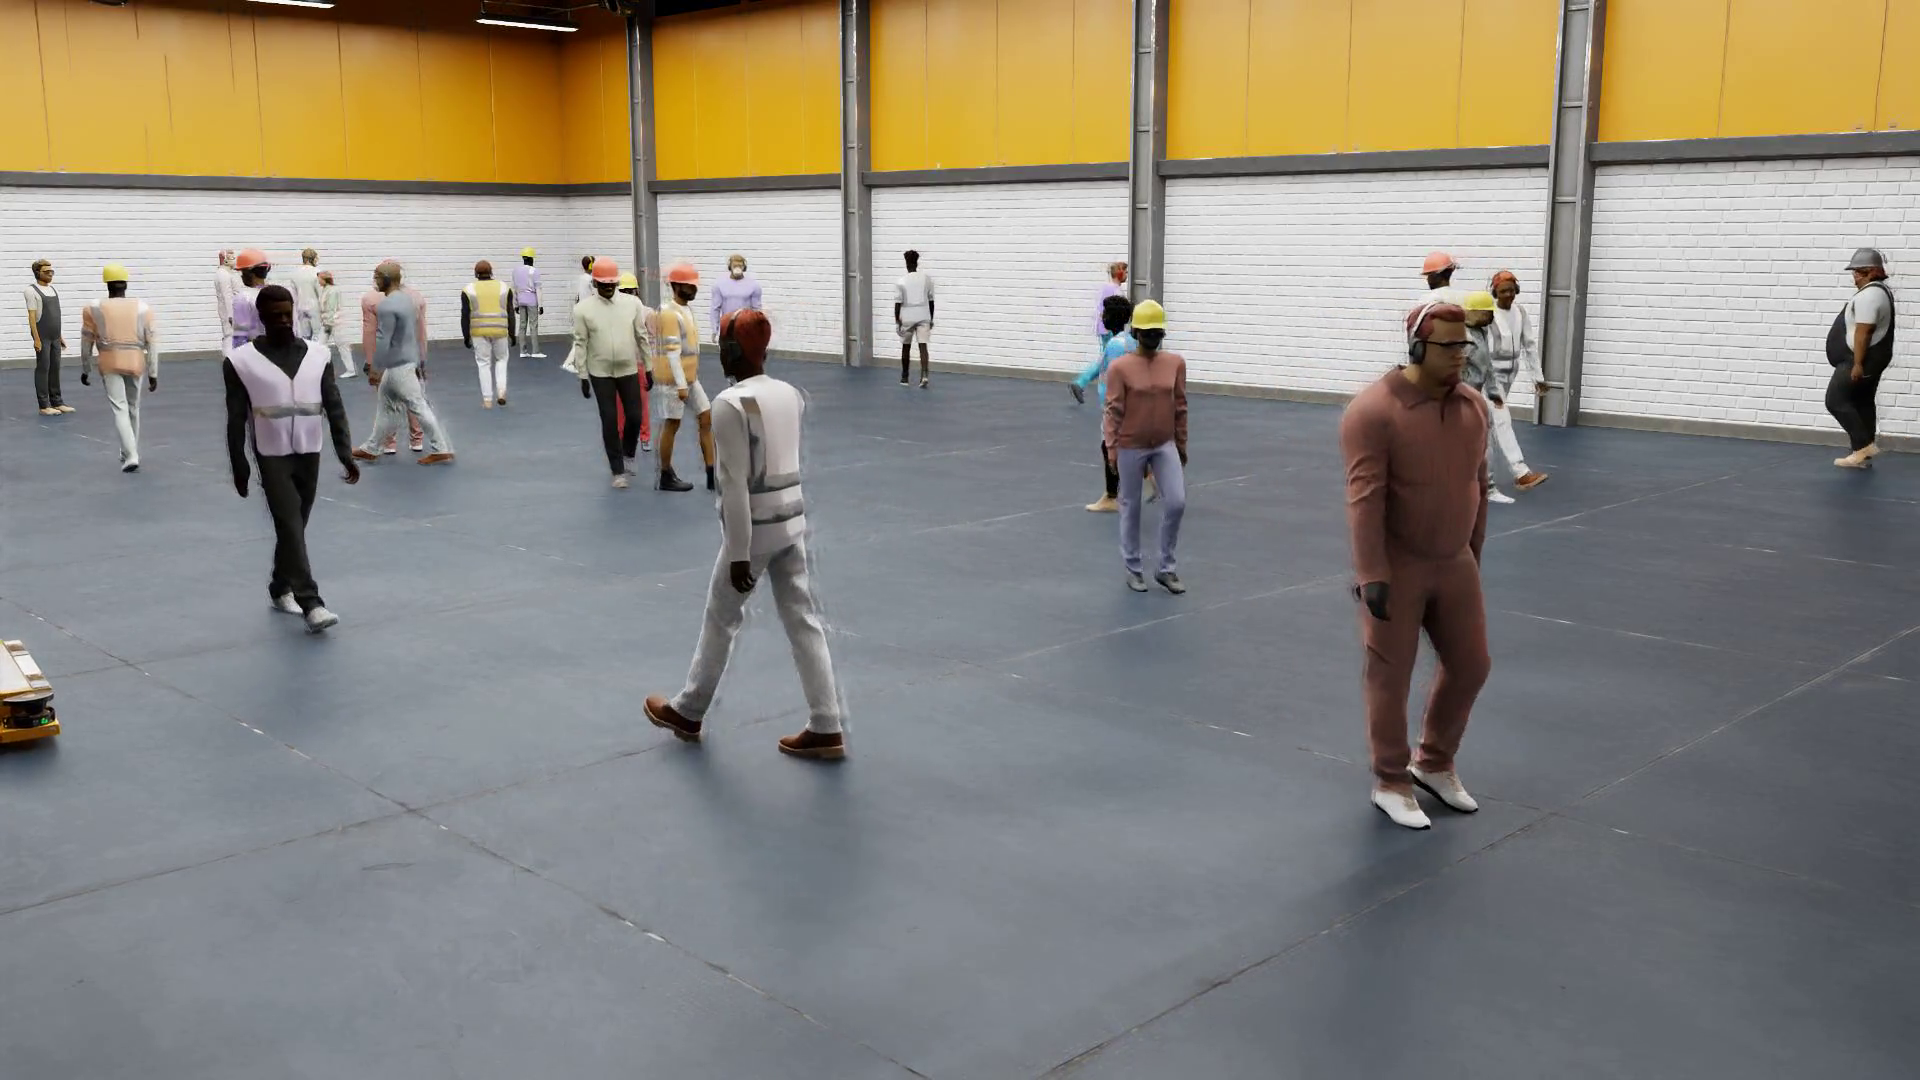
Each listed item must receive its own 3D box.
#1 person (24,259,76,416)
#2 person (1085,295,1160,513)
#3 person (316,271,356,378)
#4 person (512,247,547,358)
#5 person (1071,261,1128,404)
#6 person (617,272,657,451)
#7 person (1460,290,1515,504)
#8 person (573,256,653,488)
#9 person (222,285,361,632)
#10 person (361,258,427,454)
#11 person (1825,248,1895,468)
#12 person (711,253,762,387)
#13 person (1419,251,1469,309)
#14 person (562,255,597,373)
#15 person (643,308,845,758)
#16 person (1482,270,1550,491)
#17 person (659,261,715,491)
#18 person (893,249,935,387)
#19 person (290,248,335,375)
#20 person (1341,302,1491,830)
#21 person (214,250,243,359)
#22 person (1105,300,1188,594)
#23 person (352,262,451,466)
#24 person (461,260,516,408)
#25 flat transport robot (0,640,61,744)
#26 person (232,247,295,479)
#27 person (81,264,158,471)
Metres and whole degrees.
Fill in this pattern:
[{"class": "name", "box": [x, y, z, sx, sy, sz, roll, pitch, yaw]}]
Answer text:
[{"class": "person", "box": [-10.849, -2.404, 19.789, 0.345, 1.846, 0.507, 1, 10, 6]}, {"class": "person", "box": [1.264, -1.033, 12.741, 0.524, 1.682, 0.546, 3, 11, 14]}, {"class": "person", "box": [-9.433, -3.188, 24.723, 0.845, 1.593, 0.527, -9, 14, -40]}, {"class": "person", "box": [-7.505, -4.129, 28.970, 0.594, 1.924, 0.382, 4, 11, 22]}, {"class": "person", "box": [1.845, -2.578, 20.828, 0.830, 1.819, 0.577, -2, 11, -10]}, {"class": "person", "box": [-3.256, -1.749, 16.431, 0.524, 1.769, 0.314, -1, 10, -6]}, {"class": "person", "box": [4.051, -1.165, 13.420, 0.875, 1.704, 0.487, 6, 12, 28]}, {"class": "person", "box": [-2.938, -1.419, 14.113, 0.655, 1.957, 0.606, -4, 11, -20]}, {"class": "person", "box": [-3.651, -0.442, 9.101, 1.006, 1.844, 0.593, 9, 14, 41]}, {"class": "person", "box": [-5.543, -1.794, 16.296, 0.649, 1.907, 0.409, -10, 14, -42]}, {"class": "person", "box": [8.205, -1.660, 15.194, 0.539, 2.000, 0.698, 8, 13, 38]}, {"class": "person", "box": [-2.779, -2.629, 20.815, 0.639, 1.918, 0.667, 0, 10, -2]}, {"class": "person", "box": [4.435, -1.598, 14.996, 0.621, 2.004, 0.930, -7, 13, -34]}, {"class": "person", "box": [-5.813, -3.518, 25.965, 0.977, 1.817, 0.519, -7, 12, -32]}, {"class": "person", "box": [-0.874, -0.027, 6.844, 0.976, 1.831, 0.599, 6, 12, 29]}, {"class": "person", "box": [4.592, -1.329, 13.917, 0.595, 1.832, 1.002, -7, 13, -34]}, {"class": "person", "box": [-2.185, -1.332, 13.762, 0.815, 1.908, 0.581, 3, 11, 14]}, {"class": "person", "box": [-0.639, -3.121, 23.449, 0.613, 1.939, 0.844, -2, 11, -8]}, {"class": "person", "box": [-9.841, -3.450, 25.250, 0.627, 1.934, 0.370, 4, 11, 21]}, {"class": "person", "box": [1.670, 0.093, 6.030, 0.670, 1.898, 0.440, -4, 11, -22]}, {"class": "person", "box": [-11.015, -3.417, 25.142, 0.407, 1.910, 0.638, -6, 12, -28]}, {"class": "person", "box": [1.127, -0.536, 9.844, 0.562, 1.745, 0.570, -3, 11, -16]}, {"class": "person", "box": [-5.226, -1.611, 15.366, 1.029, 1.887, 0.642, -1, 10, -5]}, {"class": "person", "box": [-5.854, -2.552, 20.641, 0.657, 1.825, 0.495, -4, 11, -23]}, {"class": "flat transport robot", "box": [-4.452, 0.665, 7.345, 0.652, 0.197, 1.431, -7, 13, -35]}, {"class": "person", "box": [-6.093, -1.524, 14.493, 0.480, 2.025, 0.640, 3, 11, 18]}, {"class": "person", "box": [-7.670, -1.580, 15.225, 0.605, 1.880, 1.008, -8, 13, -38]}]
